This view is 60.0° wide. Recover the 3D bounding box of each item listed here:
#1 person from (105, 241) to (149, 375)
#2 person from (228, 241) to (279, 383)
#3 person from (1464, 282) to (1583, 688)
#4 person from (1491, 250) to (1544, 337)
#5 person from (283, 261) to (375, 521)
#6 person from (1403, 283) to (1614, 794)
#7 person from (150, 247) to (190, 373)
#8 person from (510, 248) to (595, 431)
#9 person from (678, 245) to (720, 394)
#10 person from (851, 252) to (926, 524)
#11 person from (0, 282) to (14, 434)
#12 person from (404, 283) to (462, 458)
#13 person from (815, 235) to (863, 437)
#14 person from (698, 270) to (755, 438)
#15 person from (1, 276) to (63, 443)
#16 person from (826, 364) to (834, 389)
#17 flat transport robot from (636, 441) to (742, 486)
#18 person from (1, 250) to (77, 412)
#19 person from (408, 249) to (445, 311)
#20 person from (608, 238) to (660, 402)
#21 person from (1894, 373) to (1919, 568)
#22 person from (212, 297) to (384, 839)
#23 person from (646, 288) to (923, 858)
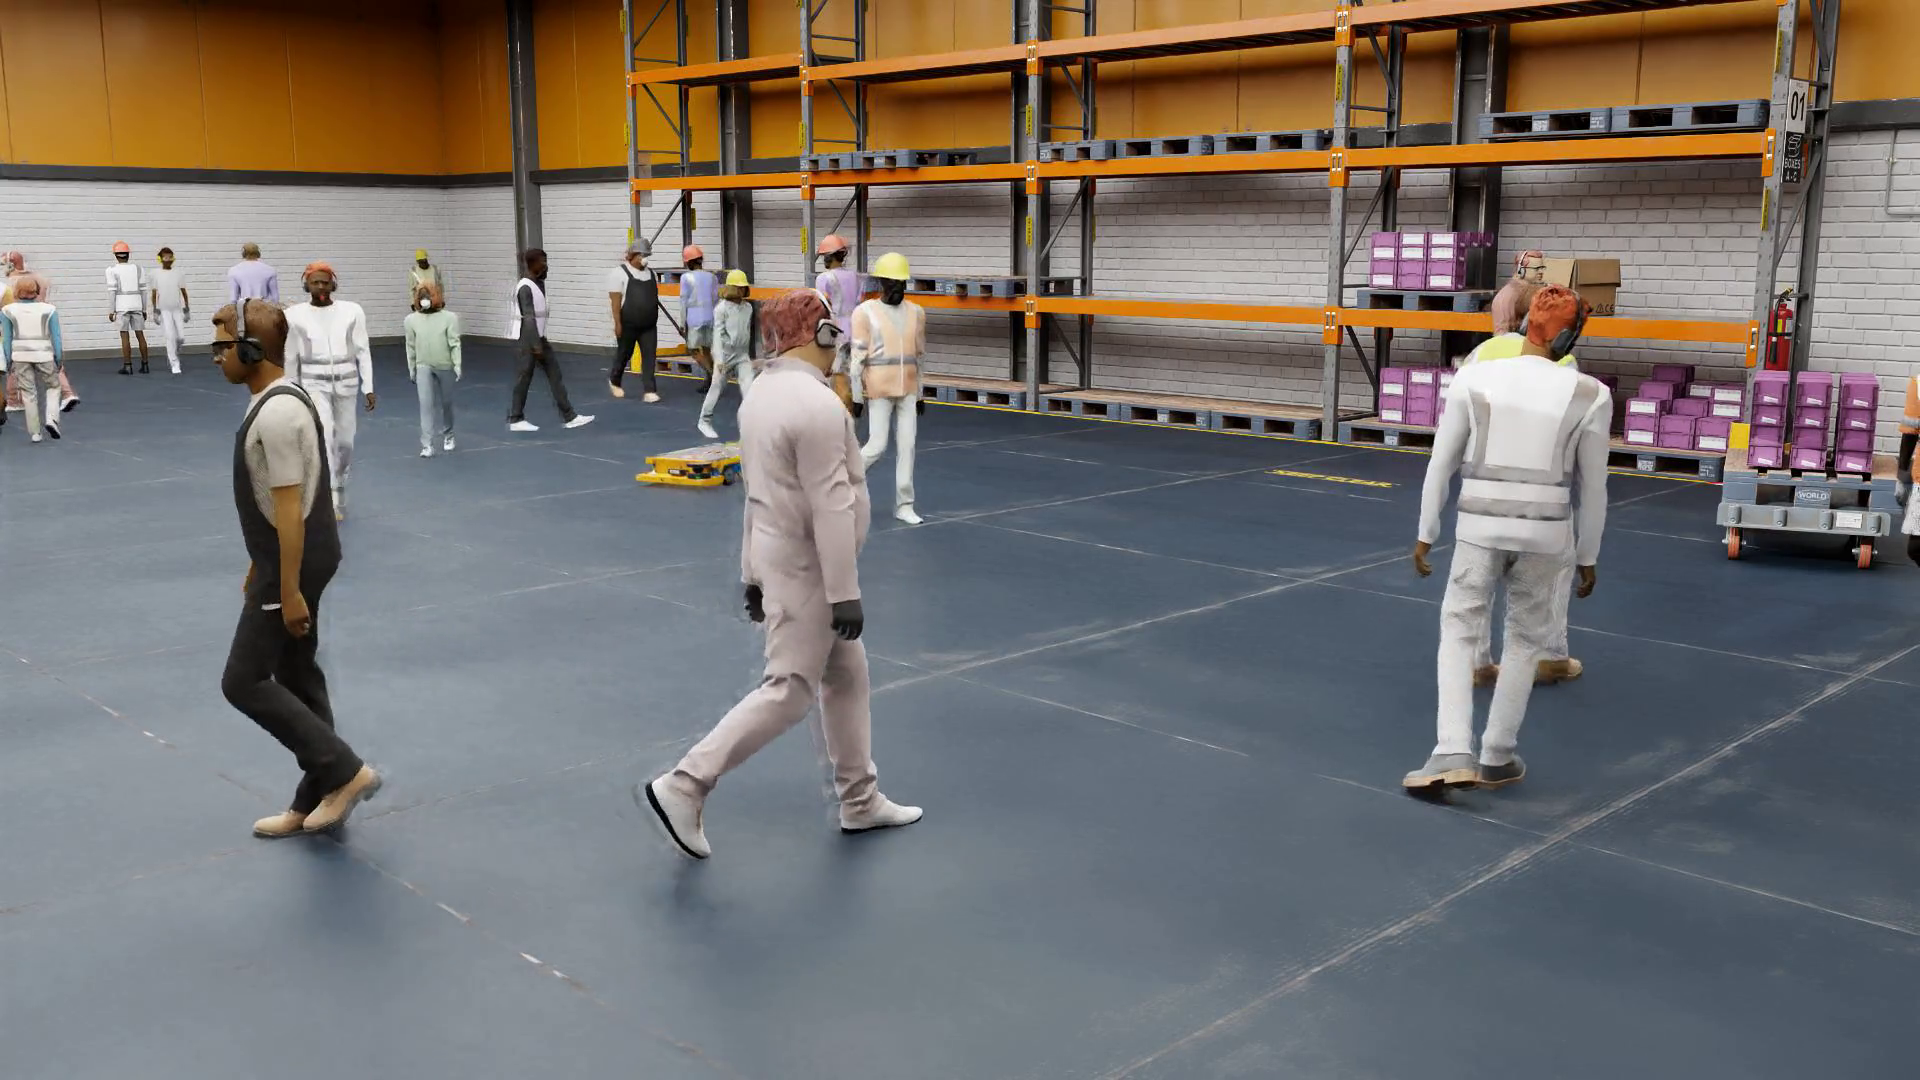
[{"bbox_3d":[-12.152,-3.379,24.261,0.376,1.934,0.548,9,14,40],"label":"person"},{"bbox_3d":[-9.673,-3.121,22.841,0.630,1.938,0.366,-4,11,-22],"label":"person"},{"bbox_3d":[2.567,-0.242,7.477,0.754,1.812,0.635,-7,13,-35],"label":"person"},{"bbox_3d":[4.528,-1.370,13.382,0.652,1.906,0.402,-9,14,-41],"label":"person"},{"bbox_3d":[-4.585,-1.099,12.079,0.576,1.852,0.912,-6,12,-29],"label":"person"},{"bbox_3d":[1.970,0.019,5.963,0.648,1.853,0.625,4,11,19],"label":"person"},{"bbox_3d":[-11.667,-3.391,24.552,0.524,1.854,0.588,-8,13,-38],"label":"person"},{"bbox_3d":[-4.266,-2.052,17.161,0.936,1.875,0.627,1,10,5],"label":"person"},{"bbox_3d":[-3.211,-2.751,20.922,0.557,1.915,0.744,-10,14,-44],"label":"person"},{"bbox_3d":[-0.523,-1.080,11.813,0.593,1.909,0.685,-7,12,-33],"label":"person"},{"bbox_3d":[-9.966,-2.050,17.079,0.547,1.912,0.794,-3,11,-14],"label":"person"},{"bbox_3d":[-4.875,-1.591,15.442,0.507,1.593,0.846,-2,11,-9],"label":"person"},{"bbox_3d":[-1.276,-2.015,16.587,0.664,2.019,0.633,6,12,30],"label":"person"},{"bbox_3d":[-2.285,-1.821,16.420,0.919,1.695,0.491,10,14,42],"label":"person"},{"bbox_3d":[-9.042,-1.752,16.239,0.519,1.629,0.360,-4,11,-23],"label":"person"},{"bbox_3d":[-0.916,-0.565,9.773,0.440,1.624,0.517,-6,12,-32],"label":"person"},{"bbox_3d":[-2.018,-0.648,13.905,0.652,0.197,1.431,5,11,25],"label":"flat transport robot"},{"bbox_3d":[-10.631,-2.376,19.012,1.014,1.856,0.643,3,11,17],"label":"person"},{"bbox_3d":[-9.413,-4.243,29.405,0.631,1.772,0.808,-4,11,-21],"label":"person"},{"bbox_3d":[-4.000,-2.719,20.373,0.690,2.000,0.936,-9,13,-39],"label":"person"},{"bbox_3d":[4.867,-0.288,8.109,0.599,1.678,0.535,-10,14,-44],"label":"person"},{"bbox_3d":[-2.261,0.117,5.518,0.412,1.822,0.516,-3,11,-16],"label":"person"},{"bbox_3d":[-0.584,0.106,5.453,0.911,1.858,0.653,-4,11,-19],"label":"person"}]
